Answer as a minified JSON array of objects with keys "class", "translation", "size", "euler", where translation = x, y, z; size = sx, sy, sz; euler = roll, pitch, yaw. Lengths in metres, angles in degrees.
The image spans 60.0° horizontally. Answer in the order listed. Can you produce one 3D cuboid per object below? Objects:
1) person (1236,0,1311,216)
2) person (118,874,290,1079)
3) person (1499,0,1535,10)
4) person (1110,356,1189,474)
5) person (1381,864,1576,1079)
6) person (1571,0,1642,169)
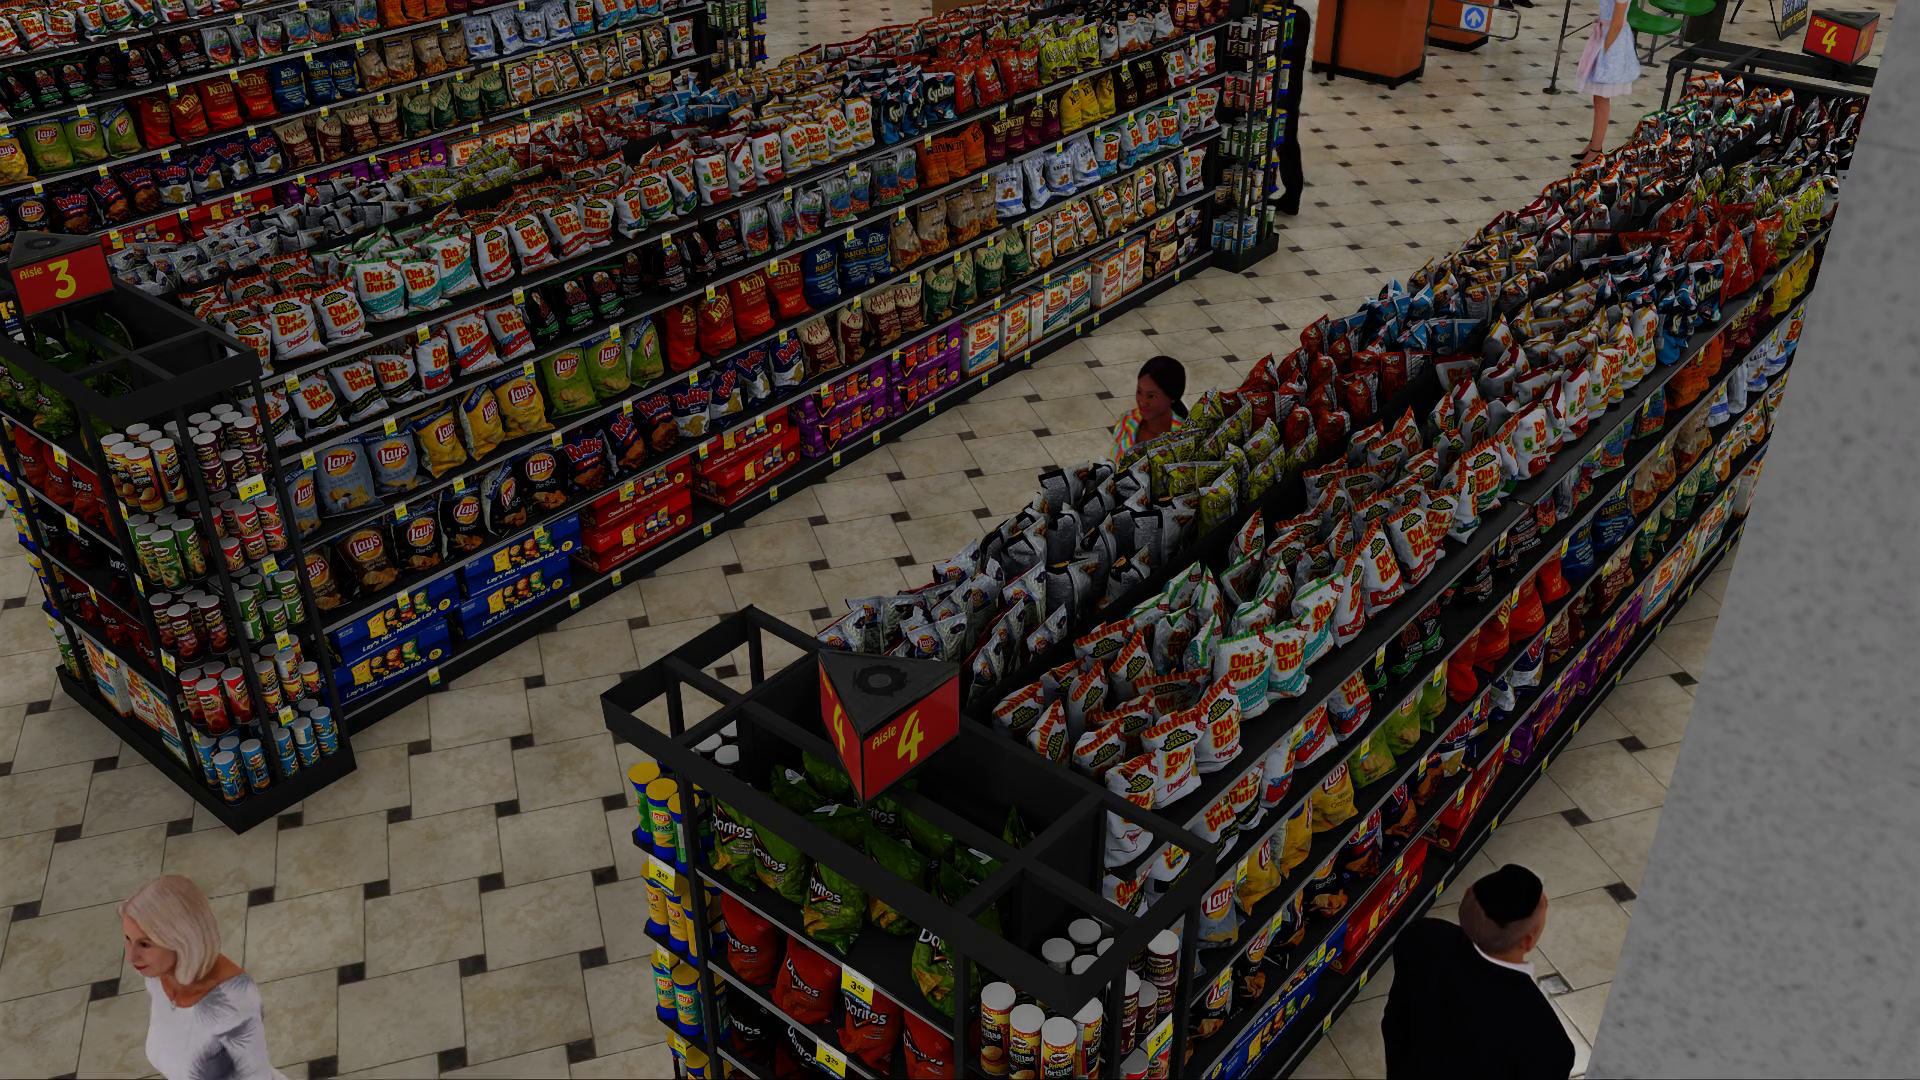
[{"class":"person","translation":[2.426,-3.262,12.267],"size":[0.829,1.816,0.817],"euler":[21,37,30]},{"class":"person","translation":[-1.910,1.564,4.590],"size":[0.699,1.732,0.975],"euler":[17,36,25]},{"class":"person","translation":[6.033,-6.583,17.601],"size":[0.690,1.819,0.809],"euler":[-10,33,-16]},{"class":"person","translation":[0.789,0.047,6.970],"size":[0.617,1.794,0.565],"euler":[18,36,27]},{"class":"person","translation":[1.305,1.558,4.392],"size":[0.691,1.950,0.762],"euler":[-21,37,-29]},{"class":"person","translation":[5.164,-3.873,13.247],"size":[0.865,1.818,0.781],"euler":[11,33,17]}]
